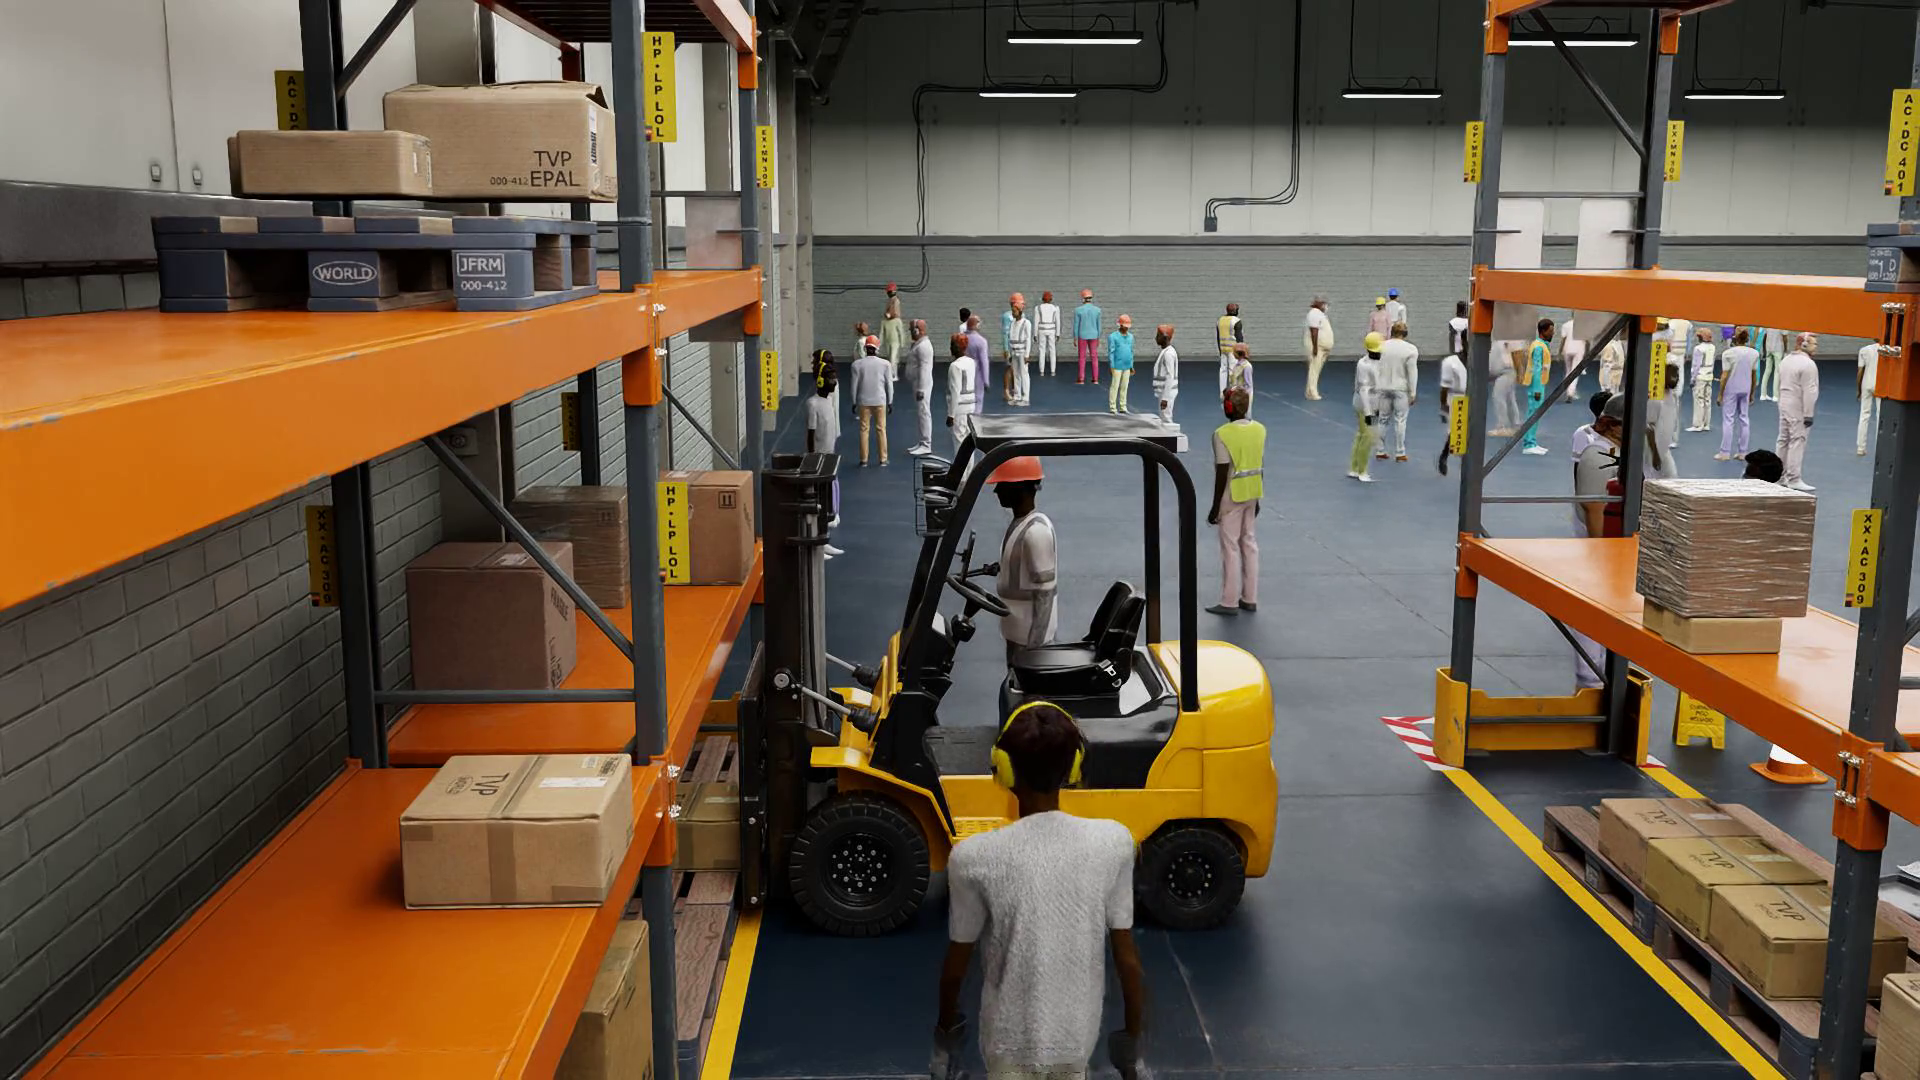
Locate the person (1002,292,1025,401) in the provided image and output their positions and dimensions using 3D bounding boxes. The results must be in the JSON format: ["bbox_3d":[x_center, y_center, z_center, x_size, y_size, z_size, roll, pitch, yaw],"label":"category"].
[{"bbox_3d":[1.048,-3.623,31.241,0.391,2.040,0.614,8,13,38],"label":"person"}]

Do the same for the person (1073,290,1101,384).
[{"bbox_3d":[2.675,-4.274,35.040,0.611,1.985,0.415,-3,10,-14],"label":"person"}]

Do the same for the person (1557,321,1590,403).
[{"bbox_3d":[11.429,-3.454,31.006,0.562,1.803,0.916,7,13,36],"label":"person"}]

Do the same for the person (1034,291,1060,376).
[{"bbox_3d":[1.940,-4.611,37.185,0.586,1.882,0.340,-1,10,-3],"label":"person"}]

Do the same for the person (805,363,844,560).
[{"bbox_3d":[-1.302,-0.744,15.720,0.319,1.861,0.515,3,11,16],"label":"person"}]

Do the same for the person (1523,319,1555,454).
[{"bbox_3d":[8.156,-2.167,23.503,0.380,1.910,0.592,4,11,22],"label":"person"}]

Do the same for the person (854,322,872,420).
[{"bbox_3d":[-1.632,-2.845,28.027,0.314,1.640,0.516,1,10,8],"label":"person"}]

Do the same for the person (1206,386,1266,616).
[{"bbox_3d":[2.232,-0.310,13.334,0.570,1.843,0.372,-9,13,-41],"label":"person"}]

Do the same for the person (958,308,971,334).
[{"bbox_3d":[0.125,-3.721,32.774,0.320,1.693,0.537,6,12,29],"label":"person"}]

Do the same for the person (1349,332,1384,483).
[{"bbox_3d":[5.088,-1.661,20.788,0.457,1.876,0.675,6,12,31],"label":"person"}]

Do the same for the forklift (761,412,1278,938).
[{"bbox_3d":[0.291,0.548,7.580,2.313,2.155,1.214,0,10,-2],"label":"forklift"}]

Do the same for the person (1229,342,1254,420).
[{"bbox_3d":[3.812,-1.854,22.515,0.315,1.636,0.515,-1,10,-8],"label":"person"}]

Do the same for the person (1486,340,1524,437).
[{"bbox_3d":[8.338,-2.584,25.456,0.733,2.000,0.702,0,10,2],"label":"person"}]

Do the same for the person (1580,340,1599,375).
[{"bbox_3d":[14.055,-4.535,37.238,0.490,1.702,0.864,2,10,11],"label":"person"}]

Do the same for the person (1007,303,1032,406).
[{"bbox_3d":[1.078,-3.391,30.428,0.366,1.880,0.583,-7,13,-36],"label":"person"}]

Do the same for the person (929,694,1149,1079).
[{"bbox_3d":[0.173,1.294,4.422,0.513,1.833,0.890,-4,11,-20],"label":"person"}]

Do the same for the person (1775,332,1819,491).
[{"bbox_3d":[10.150,-1.559,20.128,0.399,1.905,0.642,-1,10,-3],"label":"person"}]

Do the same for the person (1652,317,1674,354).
[{"bbox_3d":[12.633,-3.230,30.047,0.501,1.679,0.850,0,10,2],"label":"person"}]

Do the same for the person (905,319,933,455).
[{"bbox_3d":[-0.577,-2.156,23.460,0.401,1.905,0.642,0,10,-2],"label":"person"}]

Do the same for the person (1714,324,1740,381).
[{"bbox_3d":[16.467,-4.365,35.582,0.367,1.966,0.607,0,10,2],"label":"person"}]

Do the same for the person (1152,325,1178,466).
[{"bbox_3d":[2.739,-1.937,22.290,0.350,1.882,0.583,0,10,3],"label":"person"}]

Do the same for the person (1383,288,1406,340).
[{"bbox_3d":[9.741,-4.700,37.507,0.615,1.943,0.398,2,10,14],"label":"person"}]

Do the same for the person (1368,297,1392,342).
[{"bbox_3d":[9.410,-4.569,37.313,0.526,1.761,0.345,7,12,33],"label":"person"}]

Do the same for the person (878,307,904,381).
[{"bbox_3d":[-1.512,-4.166,35.501,0.528,1.584,0.849,5,11,25],"label":"person"}]

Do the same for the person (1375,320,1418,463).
[{"bbox_3d":[5.910,-2.017,22.613,0.631,1.931,0.364,9,14,42],"label":"person"}]

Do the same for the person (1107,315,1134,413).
[{"bbox_3d":[2.785,-2.992,28.550,0.562,1.742,0.337,-8,13,-39],"label":"person"}]

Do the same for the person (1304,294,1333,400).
[{"bbox_3d":[6.830,-3.701,31.678,0.534,2.000,0.776,3,11,17],"label":"person"}]

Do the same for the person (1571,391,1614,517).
[{"bbox_3d":[5.575,-0.454,14.546,0.542,1.695,0.316,-4,11,-22],"label":"person"}]

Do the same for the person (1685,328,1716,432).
[{"bbox_3d":[11.683,-2.515,26.193,0.524,1.636,0.308,-7,12,-34],"label":"person"}]

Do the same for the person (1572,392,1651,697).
[{"bbox_3d":[4.288,0.034,10.873,0.536,2.000,0.672,6,12,31],"label":"person"}]

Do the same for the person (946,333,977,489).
[{"bbox_3d":[-0.001,-1.566,20.224,0.355,1.882,0.576,4,11,22],"label":"person"}]

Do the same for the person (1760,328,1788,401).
[{"bbox_3d":[15.334,-3.538,31.283,0.323,1.861,0.516,-5,11,-26],"label":"person"}]

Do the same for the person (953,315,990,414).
[{"bbox_3d":[0.181,-2.407,24.888,0.669,1.893,0.395,10,14,43],"label":"person"}]

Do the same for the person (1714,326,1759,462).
[{"bbox_3d":[10.581,-1.986,22.666,0.513,1.845,0.336,-1,10,-5],"label":"person"}]

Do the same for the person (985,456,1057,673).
[{"bbox_3d":[0.316,0.472,8.718,0.375,1.935,0.551,-2,10,-9],"label":"person"}]

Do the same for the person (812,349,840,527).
[{"bbox_3d":[-1.427,-1.063,17.456,0.328,1.872,0.510,1,10,6],"label":"person"}]

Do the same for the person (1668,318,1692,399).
[{"bbox_3d":[13.564,-3.571,31.576,0.585,1.824,0.405,-2,10,-9],"label":"person"}]

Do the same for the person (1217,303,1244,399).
[{"bbox_3d":[5.145,-3.572,31.515,0.429,1.843,0.628,-7,12,-34],"label":"person"}]

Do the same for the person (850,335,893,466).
[{"bbox_3d":[-1.174,-1.858,22.209,0.573,1.749,0.343,0,10,-1],"label":"person"}]

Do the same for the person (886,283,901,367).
[{"bbox_3d":[-1.610,-5.151,39.878,0.375,1.997,0.609,-3,11,-17],"label":"person"}]

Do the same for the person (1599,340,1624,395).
[{"bbox_3d":[9.500,-2.294,24.179,0.391,1.923,0.554,7,12,35],"label":"person"}]

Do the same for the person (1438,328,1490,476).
[{"bbox_3d":[6.225,-1.664,20.605,0.618,1.950,0.626,-1,10,-5],"label":"person"}]

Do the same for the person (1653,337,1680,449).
[{"bbox_3d":[10.178,-2.122,24.075,0.537,1.603,0.515,-4,11,-21],"label":"person"}]
